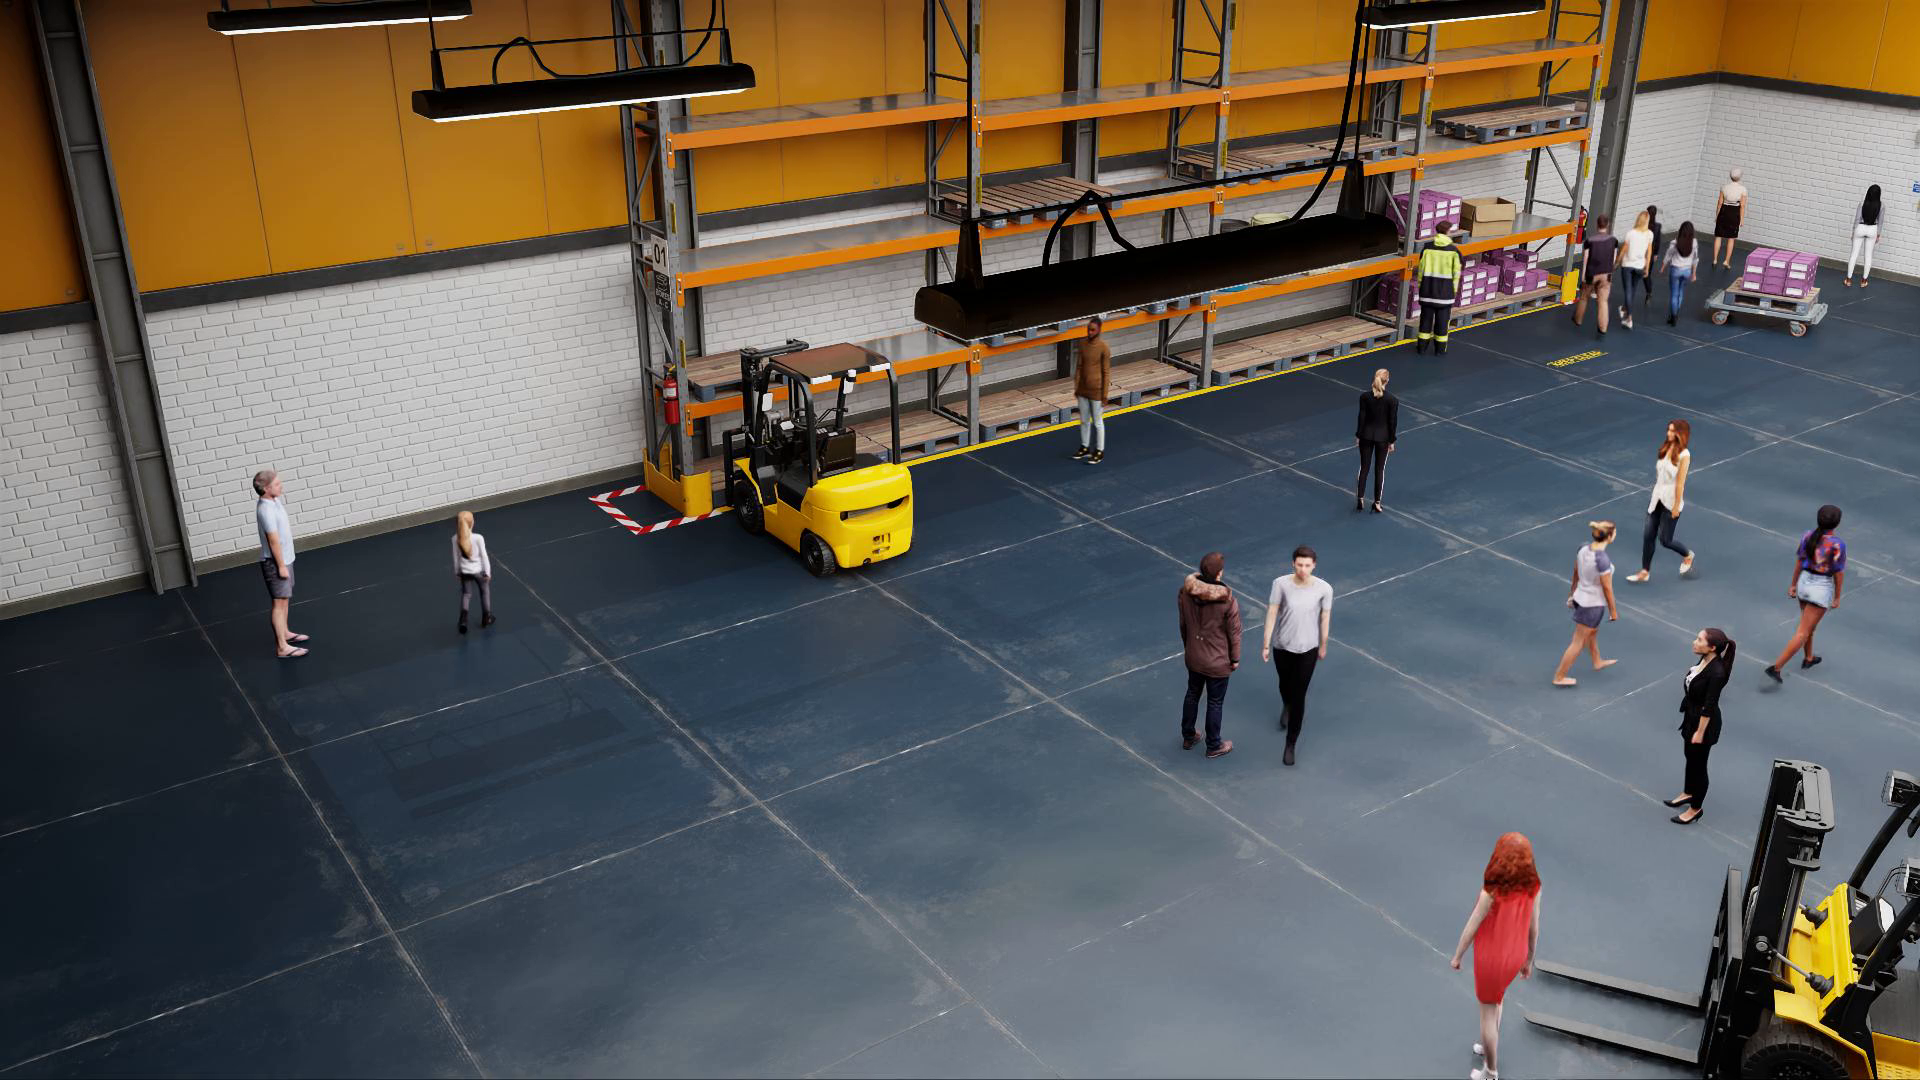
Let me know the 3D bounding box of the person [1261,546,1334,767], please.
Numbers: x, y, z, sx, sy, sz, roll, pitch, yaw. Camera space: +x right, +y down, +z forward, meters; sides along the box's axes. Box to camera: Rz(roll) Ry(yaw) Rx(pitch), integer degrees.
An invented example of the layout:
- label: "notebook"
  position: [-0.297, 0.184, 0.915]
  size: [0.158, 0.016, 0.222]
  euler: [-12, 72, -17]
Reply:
- label: "person"
  position: [2.865, 0.881, 14.155]
  size: [1.155, 1.828, 1.300]
  euler: [8, 25, 17]

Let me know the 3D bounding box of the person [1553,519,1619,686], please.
- label: "person"
  position: [5.636, 0.601, 15.097]
  size: [1.028, 1.587, 0.850]
  euler: [-3, 24, -6]

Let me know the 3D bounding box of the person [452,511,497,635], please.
- label: "person"
  position: [-4.747, 0.327, 16.121]
  size: [0.786, 1.268, 0.823]
  euler: [2, 24, 5]

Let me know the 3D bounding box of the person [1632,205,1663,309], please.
- label: "person"
  position: [10.965, -4.492, 26.610]
  size: [0.963, 1.696, 0.974]
  euler: [1, 24, 2]

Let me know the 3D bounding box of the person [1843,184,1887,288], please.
- label: "person"
  position: [15.297, -5.154, 28.090]
  size: [0.673, 1.725, 0.693]
  euler: [9, 25, 21]

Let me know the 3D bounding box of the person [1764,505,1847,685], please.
- label: "person"
  position: [7.707, 0.522, 15.127]
  size: [1.175, 1.707, 0.649]
  euler: [-13, 27, -27]

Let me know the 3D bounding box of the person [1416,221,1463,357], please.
- label: "person"
  position: [7.024, -3.711, 24.471]
  size: [0.865, 1.978, 0.837]
  euler: [12, 26, 25]

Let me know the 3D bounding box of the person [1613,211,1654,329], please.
- label: "person"
  position: [10.453, -4.164, 25.767]
  size: [1.058, 1.770, 1.012]
  euler: [0, 24, -1]

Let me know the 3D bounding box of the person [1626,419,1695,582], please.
- label: "person"
  position: [7.348, -0.381, 17.119]
  size: [1.047, 1.767, 0.812]
  euler: [-6, 24, -13]

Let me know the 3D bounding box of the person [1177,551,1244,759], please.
- label: "person"
  position: [2.088, 0.948, 13.974]
  size: [0.819, 1.849, 0.769]
  euler: [20, 30, 38]

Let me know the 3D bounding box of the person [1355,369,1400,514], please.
- label: "person"
  position: [4.707, -1.122, 18.890]
  size: [0.697, 1.705, 0.695]
  euler: [11, 26, 23]

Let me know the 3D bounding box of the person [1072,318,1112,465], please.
- label: "person"
  position: [1.633, -1.850, 20.418]
  size: [0.690, 1.814, 0.646]
  euler: [18, 29, 35]

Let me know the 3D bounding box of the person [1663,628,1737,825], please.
- label: "person"
  position: [5.830, 1.449, 13.067]
  size: [0.735, 1.659, 0.674]
  euler: [4, 24, 10]

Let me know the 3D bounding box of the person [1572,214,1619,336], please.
- label: "person"
  position: [9.764, -4.006, 25.378]
  size: [1.219, 1.793, 1.248]
  euler: [3, 24, 6]

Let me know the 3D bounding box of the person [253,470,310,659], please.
- label: "person"
  position: [-6.457, 0.201, 15.708]
  size: [0.674, 1.829, 0.708]
  euler: [-6, 24, -12]

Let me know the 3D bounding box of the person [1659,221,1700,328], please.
- label: "person"
  position: [11.239, -4.121, 25.865]
  size: [0.764, 1.613, 0.834]
  euler: [-3, 24, -7]

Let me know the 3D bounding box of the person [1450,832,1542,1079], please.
- label: "person"
  position: [3.337, 2.640, 10.150]
  size: [0.645, 1.813, 0.731]
  euler: [-9, 25, -19]

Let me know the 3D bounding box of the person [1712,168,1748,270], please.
- label: "person"
  position: [13.474, -5.633, 29.152]
  size: [0.689, 1.752, 0.628]
  euler: [18, 29, 35]
